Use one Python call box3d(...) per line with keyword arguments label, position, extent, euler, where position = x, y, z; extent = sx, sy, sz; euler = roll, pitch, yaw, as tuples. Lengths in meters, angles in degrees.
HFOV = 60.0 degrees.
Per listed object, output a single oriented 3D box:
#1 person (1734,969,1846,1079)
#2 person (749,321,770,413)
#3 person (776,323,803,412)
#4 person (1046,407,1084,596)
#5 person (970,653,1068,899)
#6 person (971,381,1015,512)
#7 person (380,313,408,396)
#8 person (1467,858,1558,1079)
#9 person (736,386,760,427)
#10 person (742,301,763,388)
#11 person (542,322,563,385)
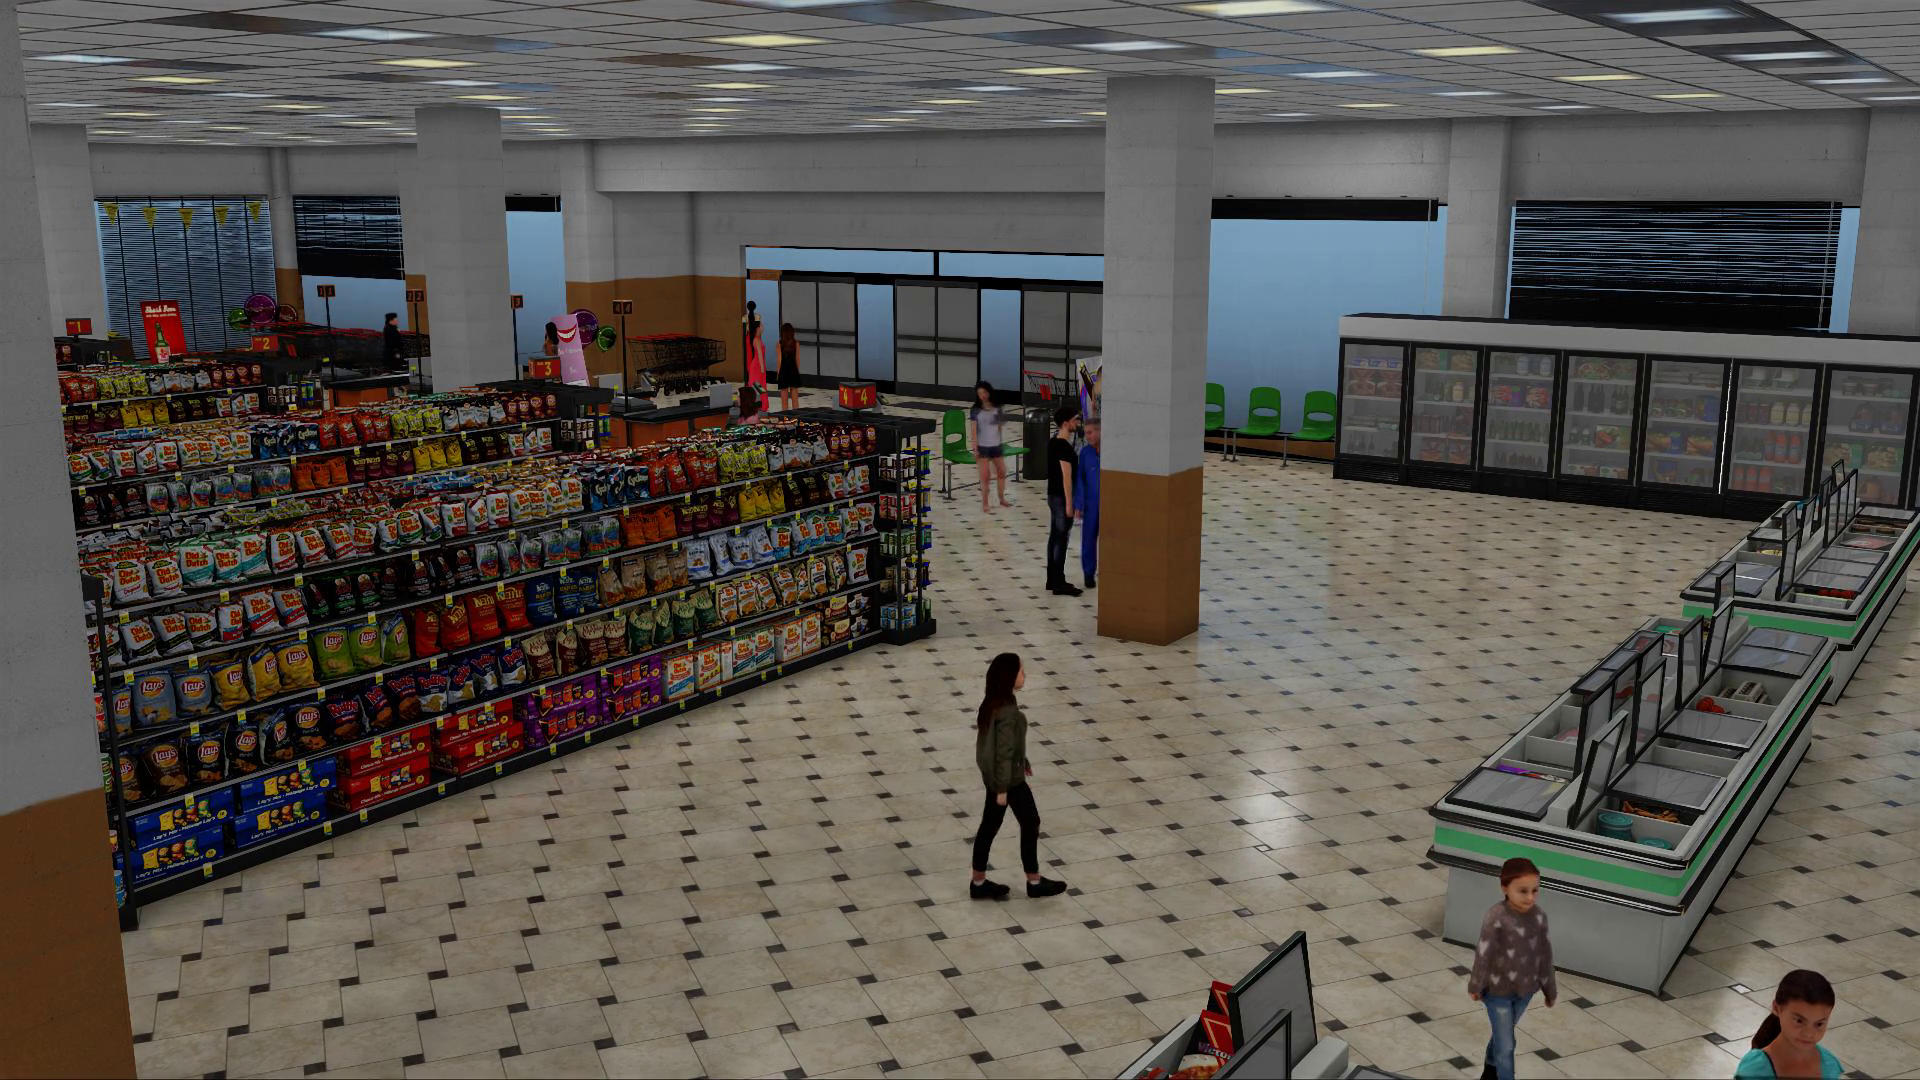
box3d(label="person", position=(2.712, 2.151, 5.538), extent=(0.639, 1.558, 0.705), euler=(-3, 12, -13))
box3d(label="person", position=(-3.651, -3.102, 30.073), extent=(0.746, 1.728, 0.712), euler=(-4, 13, -19))
box3d(label="person", position=(-2.906, -2.763, 28.203), extent=(0.627, 1.835, 0.724), euler=(-5, 13, -22))
box3d(label="person", position=(1.029, -0.407, 16.869), extent=(0.796, 1.896, 0.735), euler=(-2, 12, -9))
box3d(label="person", position=(0.184, 1.368, 9.506), extent=(0.899, 1.455, 0.830), euler=(-3, 12, -13))
box3d(label="person", position=(0.372, -1.178, 21.080), extent=(0.732, 1.668, 0.908), euler=(-10, 16, -40))
box3d(label="person", position=(-11.215, -3.599, 32.652), extent=(1.139, 1.639, 1.119), euler=(-1, 12, -4))
box3d(label="person", position=(2.414, 1.955, 7.394), extent=(0.751, 1.177, 0.795), euler=(-3, 12, -14))
box3d(label="person", position=(-2.439, -0.903, 19.456), extent=(0.710, 1.800, 0.677), euler=(-4, 12, -17))
box3d(label="person", position=(-4.304, -4.076, 34.542), extent=(0.641, 1.792, 0.745), euler=(-5, 13, -22))
box3d(label="person", position=(-7.538, -3.216, 30.814), extent=(0.783, 1.645, 0.638), euler=(2, 12, 8))
